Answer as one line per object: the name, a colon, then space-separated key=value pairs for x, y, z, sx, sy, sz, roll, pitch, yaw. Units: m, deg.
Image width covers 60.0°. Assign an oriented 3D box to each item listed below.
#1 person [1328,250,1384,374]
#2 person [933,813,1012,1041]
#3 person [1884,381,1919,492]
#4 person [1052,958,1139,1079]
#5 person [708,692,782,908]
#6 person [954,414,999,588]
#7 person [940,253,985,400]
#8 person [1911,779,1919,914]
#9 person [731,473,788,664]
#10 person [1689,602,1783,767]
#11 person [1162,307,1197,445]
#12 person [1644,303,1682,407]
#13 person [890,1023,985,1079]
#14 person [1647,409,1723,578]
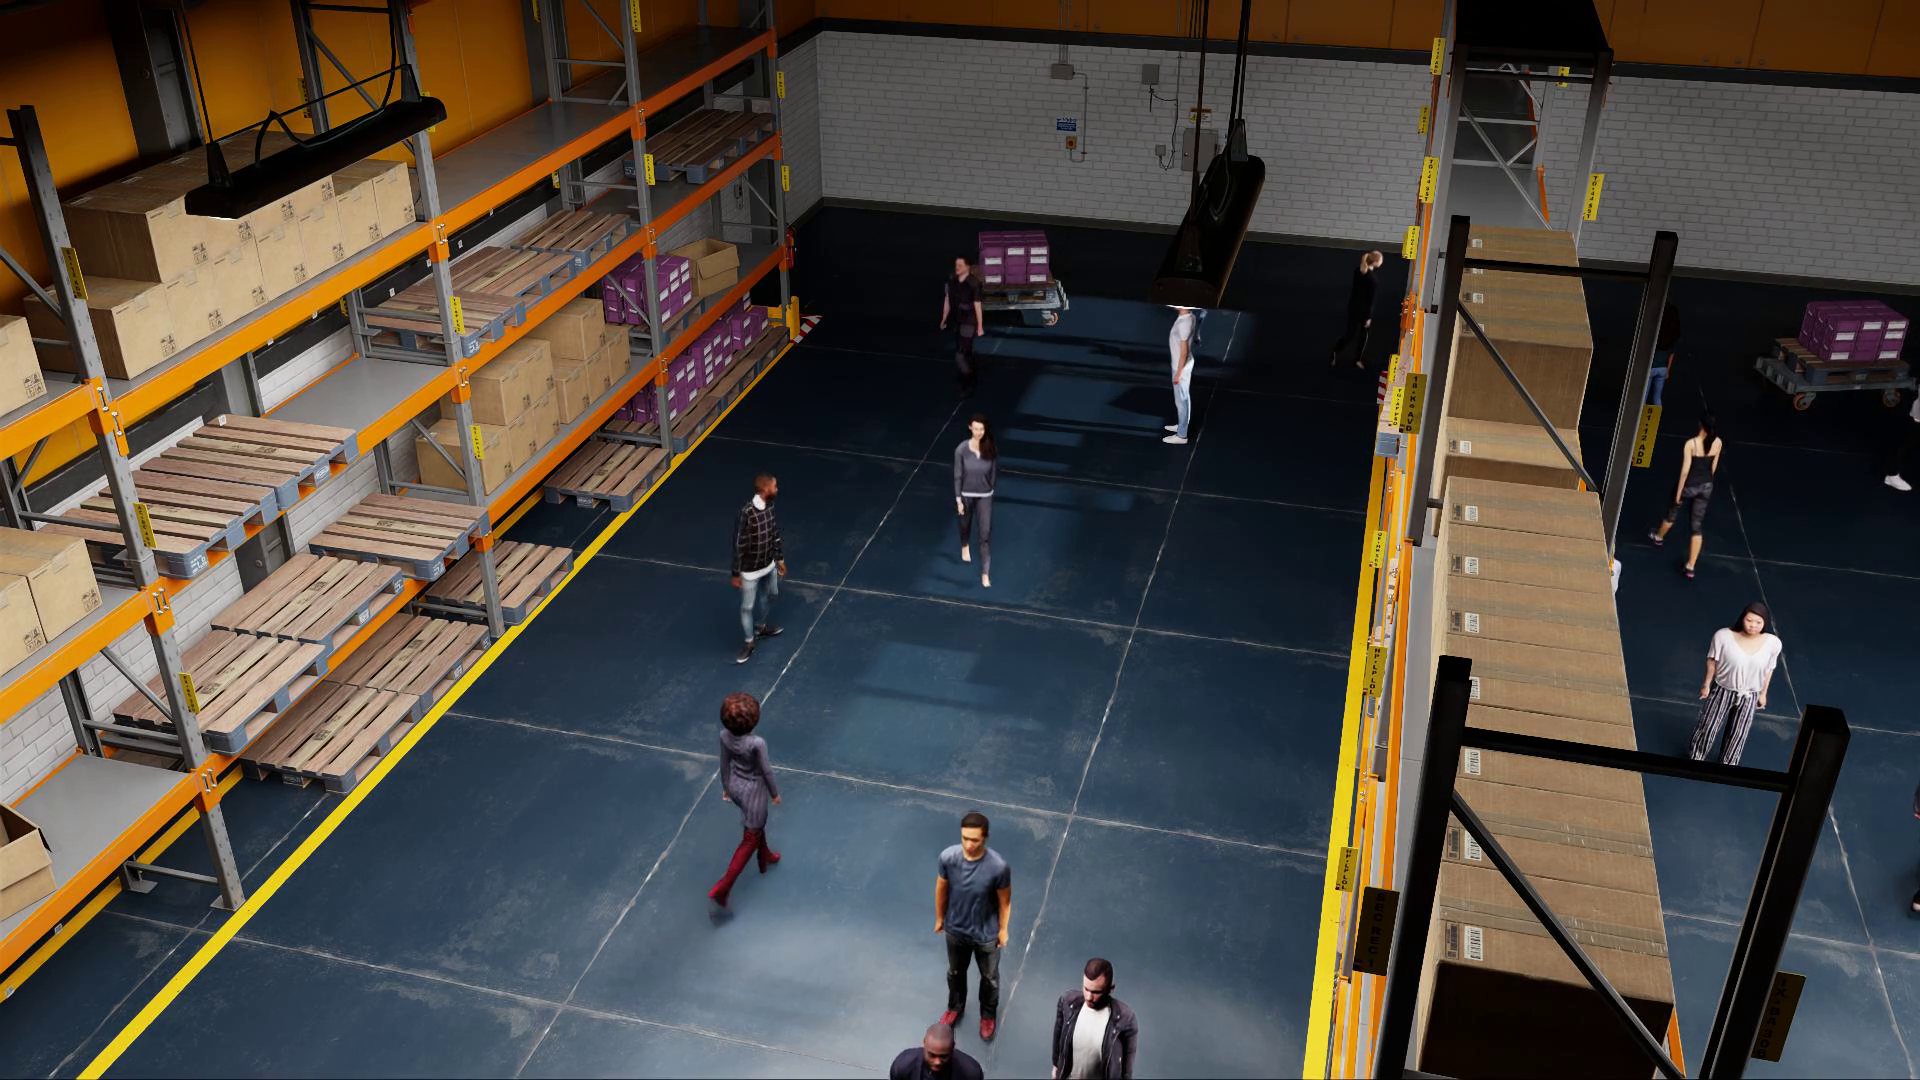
person: x=4.993 y=-2.835 z=21.031 sx=1.100 sy=1.662 sz=1.027 roll=-18 pitch=34 yaw=-30
person: x=0.092 y=2.537 z=11.029 sx=0.644 sy=1.808 sz=0.510 roll=7 pitch=29 yaw=13
person: x=10.508 y=-1.421 z=18.188 sx=1.041 sy=1.903 sz=1.102 roll=-15 pitch=32 yaw=-26
person: x=0.773 y=3.187 z=9.809 sx=0.671 sy=1.837 sz=0.572 roll=10 pitch=30 yaw=18
person: x=-1.601 y=1.934 z=12.266 sx=0.837 sy=1.683 sz=1.168 roll=19 pitch=34 yaw=30
person: x=0.112 y=-0.459 z=16.616 sx=0.920 sy=1.719 sz=1.213 roll=-5 pitch=29 yaw=-8
person: x=0.131 y=-2.687 z=20.586 sx=0.887 sy=1.828 sz=0.840 roll=-19 pitch=34 yaw=-30
person: x=7.272 y=2.037 z=12.203 sx=1.138 sy=1.563 sz=1.014 roll=-22 pitch=36 yaw=-35
person: x=-1.934 y=0.245 z=15.248 sx=0.678 sy=1.793 sz=0.943 roll=-22 pitch=36 yaw=-34
person: x=6.328 y=1.224 z=13.571 sx=0.679 sy=1.679 sz=0.614 roll=8 pitch=30 yaw=15
person: x=2.594 y=-2.022 z=19.343 sx=0.694 sy=1.850 sz=0.468 roll=7 pitch=29 yaw=13
person: x=8.167 y=-2.018 z=19.581 sx=0.685 sy=1.616 sz=0.703 roll=-3 pitch=29 yaw=-5
person: x=-0.116 y=3.379 z=9.491 sx=0.773 sy=1.805 sz=0.850 roll=2 pitch=29 yaw=4
person: x=7.370 y=-0.436 z=16.603 sx=0.832 sy=1.691 sz=1.180 roll=-2 pitch=29 yaw=-3
